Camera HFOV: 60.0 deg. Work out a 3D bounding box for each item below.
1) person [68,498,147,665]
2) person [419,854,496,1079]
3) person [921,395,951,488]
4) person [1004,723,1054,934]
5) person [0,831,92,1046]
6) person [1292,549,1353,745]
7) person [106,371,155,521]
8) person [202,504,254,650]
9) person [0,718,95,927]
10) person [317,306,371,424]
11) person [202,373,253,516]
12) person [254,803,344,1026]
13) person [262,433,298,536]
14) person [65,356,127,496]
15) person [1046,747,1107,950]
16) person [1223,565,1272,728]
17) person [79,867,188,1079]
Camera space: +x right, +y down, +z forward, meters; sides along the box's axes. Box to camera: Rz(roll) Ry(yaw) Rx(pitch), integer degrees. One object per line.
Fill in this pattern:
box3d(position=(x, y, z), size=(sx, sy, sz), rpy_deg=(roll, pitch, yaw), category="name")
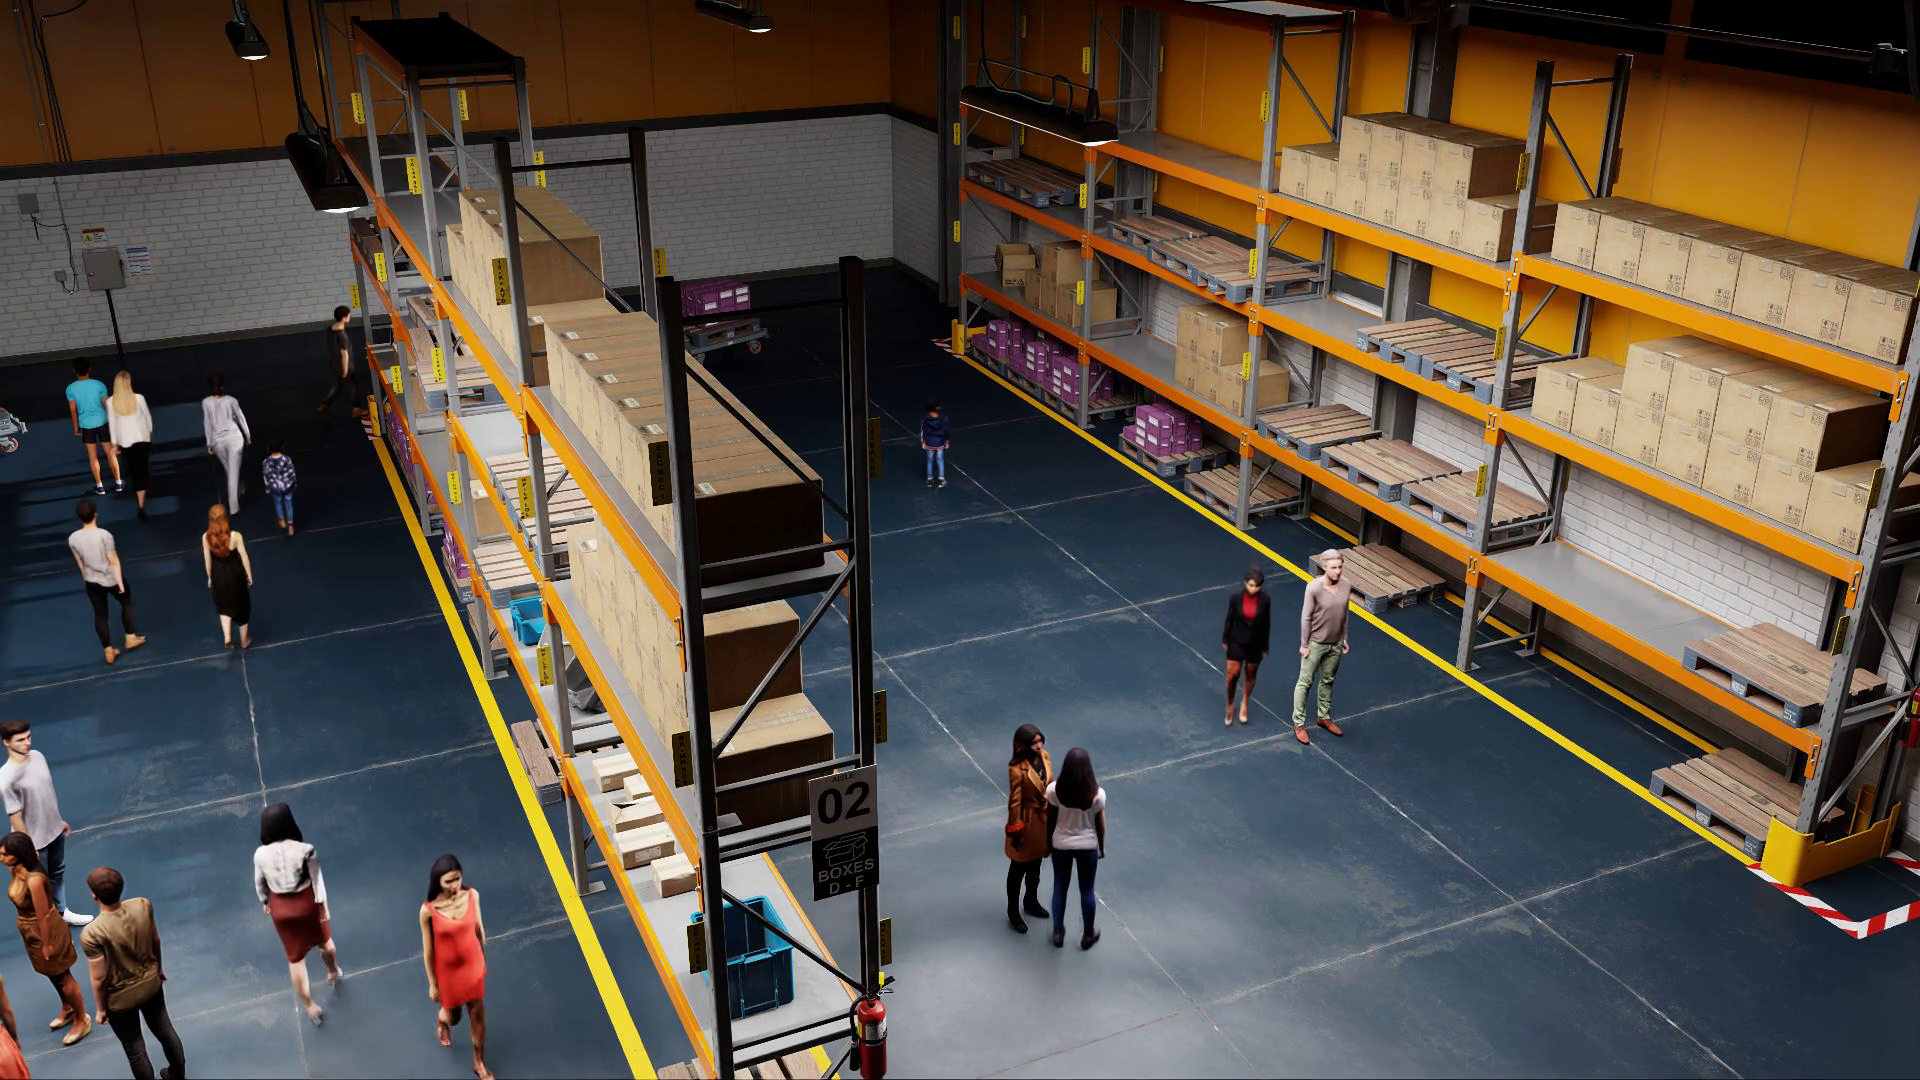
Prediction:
box3d(position=(-8.682, 0.440, 16.765), size=(0.774, 1.706, 0.863), rpy_deg=(-1, 24, -1), category="person")
box3d(position=(-3.426, 2.858, 11.231), size=(0.732, 1.708, 0.950), rpy_deg=(-18, 30, -36), category="person")
box3d(position=(-0.325, -1.274, 21.288), size=(0.586, 1.224, 0.597), rpy_deg=(0, 24, 1), category="person")
box3d(position=(0.530, 2.185, 12.757), size=(0.720, 1.719, 0.757), rpy_deg=(22, 32, 40), category="person")
box3d(position=(-6.350, 2.736, 11.538), size=(0.584, 1.686, 0.694), rpy_deg=(18, 29, 35), category="person")
box3d(position=(3.359, 0.944, 15.401), size=(0.666, 1.875, 0.599), rpy_deg=(-9, 25, -20), category="person")
box3d(position=(-9.999, -1.098, 20.154), size=(0.742, 1.808, 1.186), rpy_deg=(-8, 25, -17), category="person")
box3d(position=(-7.451, 0.433, 16.898), size=(0.683, 1.613, 0.805), rpy_deg=(-4, 24, -10), category="person")
box3d(position=(-6.963, 2.190, 12.536), size=(0.815, 1.886, 0.672), rpy_deg=(1, 24, 1), category="person")
box3d(position=(-8.779, -2.448, 23.408), size=(1.072, 1.676, 0.993), rpy_deg=(15, 28, 31), category="person")
box3d(position=(-8.984, -1.142, 20.358), size=(0.824, 1.727, 1.160), rpy_deg=(-4, 24, -9), category="person")
box3d(position=(-4.654, 2.662, 11.647), size=(0.740, 1.735, 0.886), rpy_deg=(-4, 24, -9), category="person")
box3d(position=(-8.106, -0.648, 19.846), size=(0.522, 1.233, 0.703), rpy_deg=(-10, 25, -21), category="person")
box3d(position=(-10.930, -1.448, 20.999), size=(0.632, 1.774, 0.517), rpy_deg=(-13, 27, -26), category="person")
box3d(position=(0.861, 2.322, 12.486), size=(0.685, 1.684, 0.718), rpy_deg=(5, 24, 11), category="person")
box3d(position=(2.688, 0.977, 15.634), size=(0.712, 1.627, 0.757), rpy_deg=(3, 24, 8), category="person")
box3d(position=(-5.412, 2.936, 10.873), size=(0.782, 1.851, 0.750), rpy_deg=(11, 26, 24), category="person")
